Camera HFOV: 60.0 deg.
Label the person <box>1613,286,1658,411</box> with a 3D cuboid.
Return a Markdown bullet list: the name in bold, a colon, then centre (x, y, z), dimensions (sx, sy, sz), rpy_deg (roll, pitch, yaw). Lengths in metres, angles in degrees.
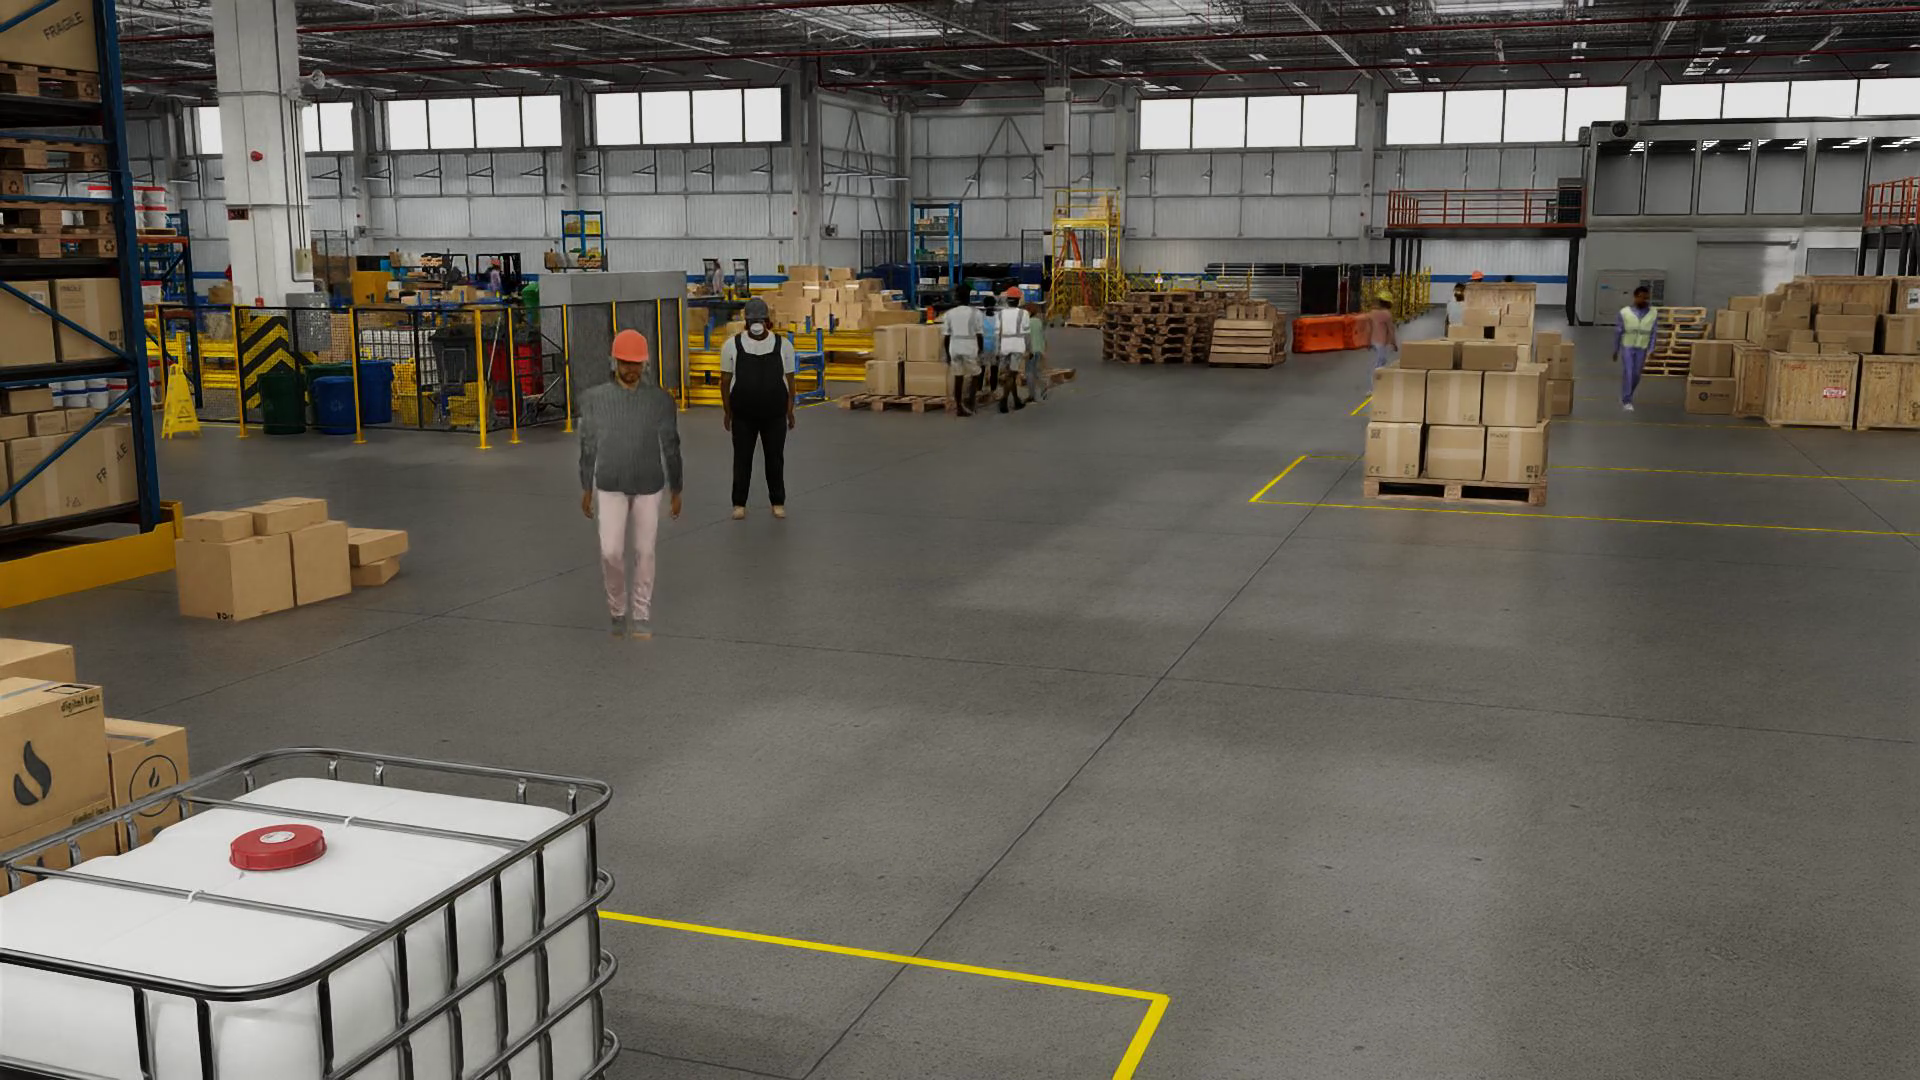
- **person**: centre (10.255, -2.923, 25.336), dimensions (0.615, 1.892, 0.632), rpy_deg (1, 10, 4)

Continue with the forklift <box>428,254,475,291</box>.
- **forklift**: centre (-20.133, -10.254, 65.465), dimensions (1.157, 1.987, 2.680), rpy_deg (3, 11, 19)

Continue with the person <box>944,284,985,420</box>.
- **person**: centre (0.093, -2.715, 23.984), dimensions (0.650, 1.943, 0.620), rpy_deg (4, 11, 22)

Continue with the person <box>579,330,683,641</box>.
- **person**: centre (-2.057, -0.329, 10.456), dimensions (0.641, 1.974, 0.531), rpy_deg (-2, 10, -13)

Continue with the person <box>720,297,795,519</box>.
- **person**: centre (-1.827, -1.196, 15.174), dimensions (0.684, 2.000, 0.535), rpy_deg (-2, 10, -10)

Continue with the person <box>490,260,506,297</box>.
- **person**: centre (-15.275, -8.281, 55.172), dimensions (0.932, 2.005, 0.627), rpy_deg (-5, 11, -25)

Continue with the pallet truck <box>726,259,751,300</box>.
- **pallet truck**: centre (-7.986, -9.493, 62.019), dimensions (0.823, 1.965, 1.885), rpy_deg (3, 11, 17)

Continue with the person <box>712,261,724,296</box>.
- **person**: centre (-8.784, -9.155, 60.398), dimensions (0.402, 1.907, 0.653), rpy_deg (1, 10, 6)

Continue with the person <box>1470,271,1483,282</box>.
- **person**: centre (11.530, -5.032, 37.113), dimensions (0.398, 1.928, 0.541), rpy_deg (4, 11, 20)

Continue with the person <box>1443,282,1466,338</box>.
- **person**: centre (8.647, -3.559, 28.997), dimensions (0.396, 1.856, 0.563), rpy_deg (-10, 14, -44)

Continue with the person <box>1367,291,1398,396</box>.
- **person**: centre (7.026, -3.246, 27.567), dimensions (0.643, 1.742, 0.529), rpy_deg (-3, 11, -19)

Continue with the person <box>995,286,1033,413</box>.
- **person**: centre (0.762, -2.870, 25.024), dimensions (0.538, 1.904, 0.981), rpy_deg (6, 12, 30)

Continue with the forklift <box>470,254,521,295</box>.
- **forklift**: centre (-17.990, -10.121, 64.684), dimensions (1.157, 1.987, 2.680), rpy_deg (3, 11, 17)

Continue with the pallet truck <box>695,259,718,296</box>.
- **pallet truck**: centre (-9.165, -9.627, 62.776), dimensions (0.823, 1.965, 1.885), rpy_deg (4, 11, 23)

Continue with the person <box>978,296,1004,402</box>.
- **person**: centre (0.467, -3.044, 26.549), dimensions (0.540, 1.695, 0.317), rpy_deg (-4, 11, -21)

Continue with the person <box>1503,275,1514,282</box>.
- **person**: centre (11.967, -4.867, 36.383), dimensions (0.569, 1.855, 0.522), rpy_deg (1, 10, 5)

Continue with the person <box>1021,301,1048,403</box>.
- **person**: centre (1.144, -2.970, 26.337), dimensions (0.372, 1.615, 0.513), rpy_deg (7, 12, 34)
